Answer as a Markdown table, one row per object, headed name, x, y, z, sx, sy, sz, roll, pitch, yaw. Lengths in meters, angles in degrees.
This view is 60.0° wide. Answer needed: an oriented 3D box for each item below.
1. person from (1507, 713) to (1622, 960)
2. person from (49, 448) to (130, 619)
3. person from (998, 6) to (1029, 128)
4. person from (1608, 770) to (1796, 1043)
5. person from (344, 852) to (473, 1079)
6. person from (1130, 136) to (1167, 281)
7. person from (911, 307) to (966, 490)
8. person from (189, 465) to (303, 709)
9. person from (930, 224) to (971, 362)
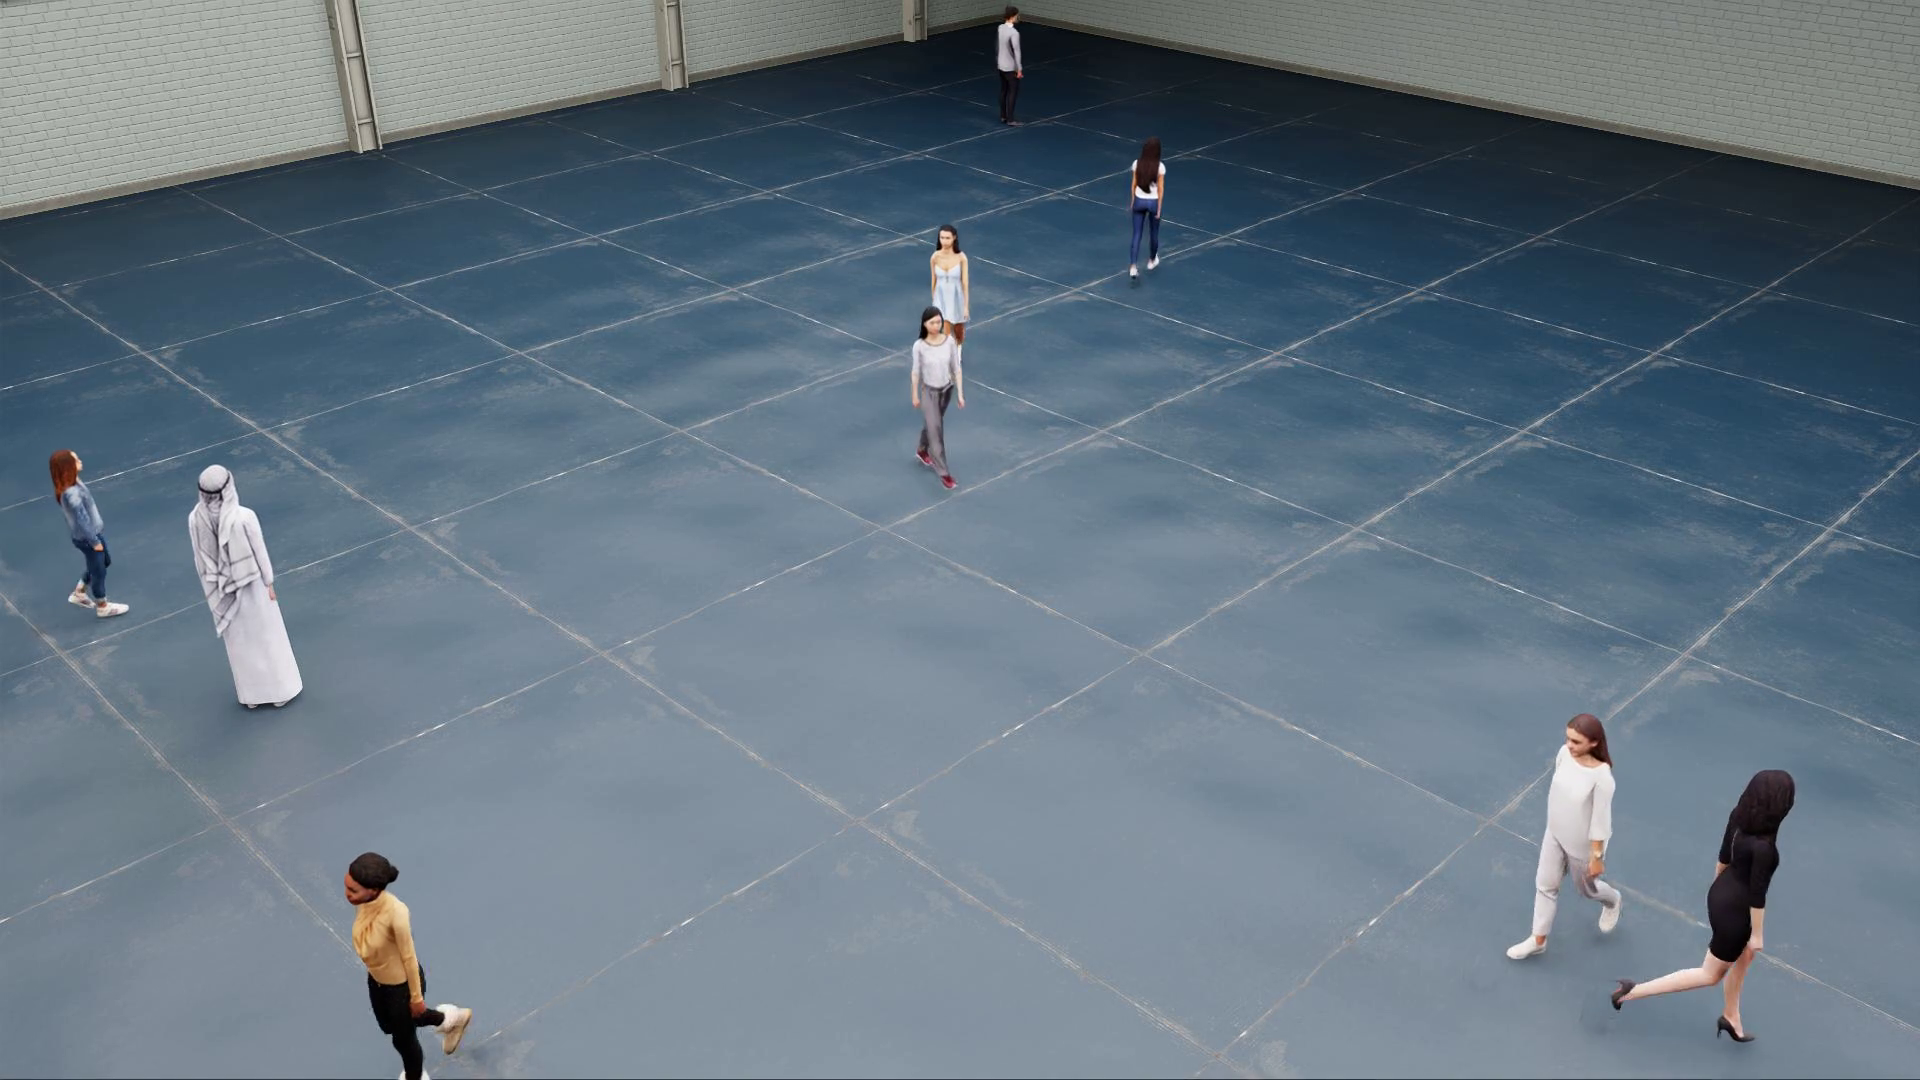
| name | x | y | z | sx | sy | sz | roll | pitch | yaw |
| --- | --- | --- | --- | --- | --- | --- | --- | --- | --- |
| person | 3.658 | 1.712 | 9.723 | 1.128 | 1.658 | 0.842 | -14 | 31 | -25 |
| person | -6.998 | -0.021 | 13.178 | 0.704 | 1.470 | 0.644 | -15 | 32 | -26 |
| person | 0.782 | -7.794 | 27.297 | 0.726 | 1.917 | 0.847 | -21 | 35 | -34 |
| person | 4.078 | 2.031 | 9.001 | 1.034 | 1.774 | 1.095 | 6 | 29 | 12 |
| person | -2.878 | 2.266 | 8.699 | 0.644 | 1.643 | 0.901 | 21 | 34 | 34 |
| person | 2.257 | -4.049 | 20.453 | 0.929 | 1.741 | 1.216 | 10 | 30 | 18 |
| person | -0.256 | -1.368 | 15.492 | 1.187 | 1.671 | 0.936 | -12 | 30 | -22 |
| person | -5.197 | 0.346 | 12.005 | 0.803 | 1.925 | 0.867 | 0 | 28 | -1 |
| person | -0.079 | -2.522 | 17.622 | 1.019 | 1.707 | 1.136 | 3 | 28 | 5 |
